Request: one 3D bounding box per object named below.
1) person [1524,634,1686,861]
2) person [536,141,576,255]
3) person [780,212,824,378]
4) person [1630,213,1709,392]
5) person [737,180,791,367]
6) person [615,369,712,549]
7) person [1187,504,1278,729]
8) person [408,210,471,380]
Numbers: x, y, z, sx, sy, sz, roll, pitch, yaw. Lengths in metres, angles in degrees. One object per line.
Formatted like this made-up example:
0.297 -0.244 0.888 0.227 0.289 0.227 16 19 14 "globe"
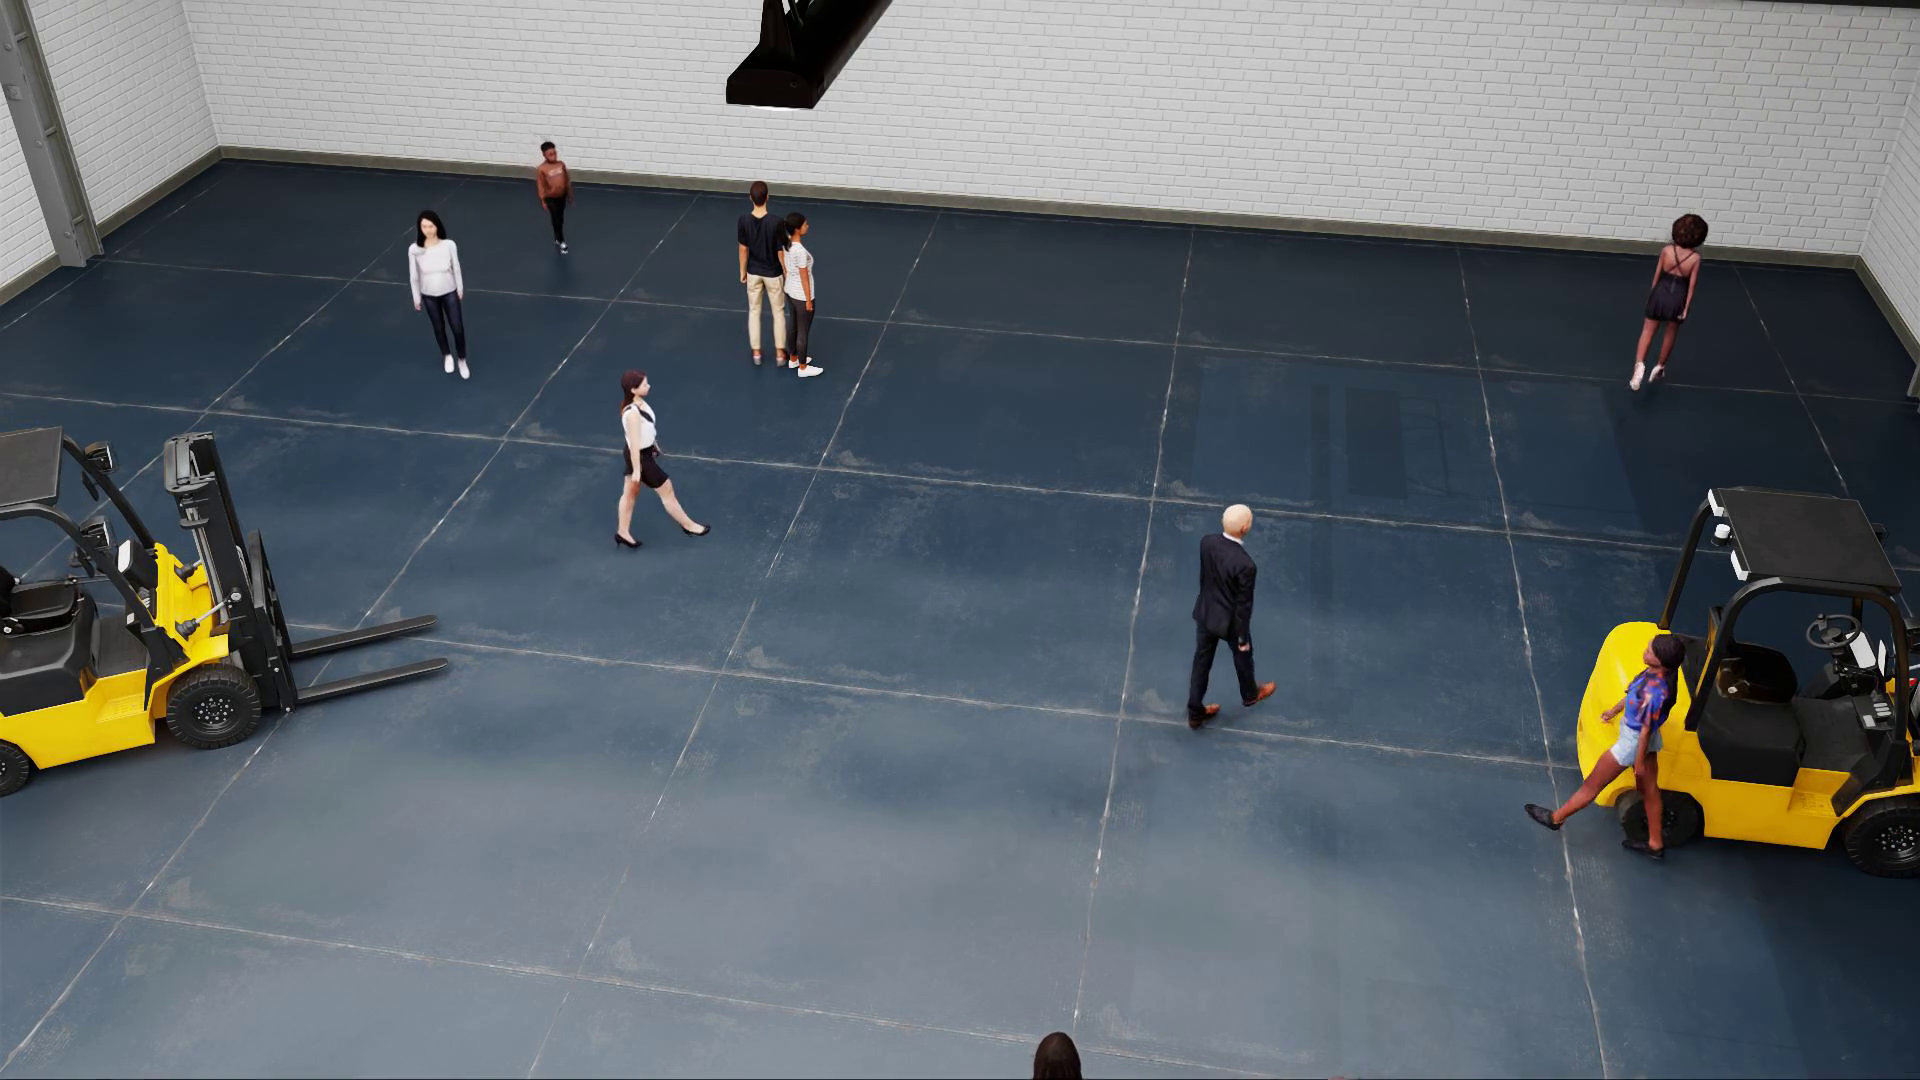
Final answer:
4.339 1.322 10.427 0.949 1.698 1.136 19 38 26 "person"
-4.570 -3.882 18.668 0.736 1.241 0.786 -26 42 -33 "person"
-1.554 -2.382 16.047 0.715 1.646 0.633 -16 37 -22 "person"
6.632 -2.182 15.638 0.766 1.764 1.074 18 37 24 "person"
-1.896 -2.587 16.169 0.645 1.851 0.565 3 34 5 "person"
-2.660 -0.615 13.416 0.900 1.614 1.037 -7 34 -10 "person"
1.756 0.570 11.483 1.129 1.780 1.049 -25 41 -32 "person"
-5.021 -2.405 16.047 0.761 1.682 0.817 -8 34 -11 "person"
